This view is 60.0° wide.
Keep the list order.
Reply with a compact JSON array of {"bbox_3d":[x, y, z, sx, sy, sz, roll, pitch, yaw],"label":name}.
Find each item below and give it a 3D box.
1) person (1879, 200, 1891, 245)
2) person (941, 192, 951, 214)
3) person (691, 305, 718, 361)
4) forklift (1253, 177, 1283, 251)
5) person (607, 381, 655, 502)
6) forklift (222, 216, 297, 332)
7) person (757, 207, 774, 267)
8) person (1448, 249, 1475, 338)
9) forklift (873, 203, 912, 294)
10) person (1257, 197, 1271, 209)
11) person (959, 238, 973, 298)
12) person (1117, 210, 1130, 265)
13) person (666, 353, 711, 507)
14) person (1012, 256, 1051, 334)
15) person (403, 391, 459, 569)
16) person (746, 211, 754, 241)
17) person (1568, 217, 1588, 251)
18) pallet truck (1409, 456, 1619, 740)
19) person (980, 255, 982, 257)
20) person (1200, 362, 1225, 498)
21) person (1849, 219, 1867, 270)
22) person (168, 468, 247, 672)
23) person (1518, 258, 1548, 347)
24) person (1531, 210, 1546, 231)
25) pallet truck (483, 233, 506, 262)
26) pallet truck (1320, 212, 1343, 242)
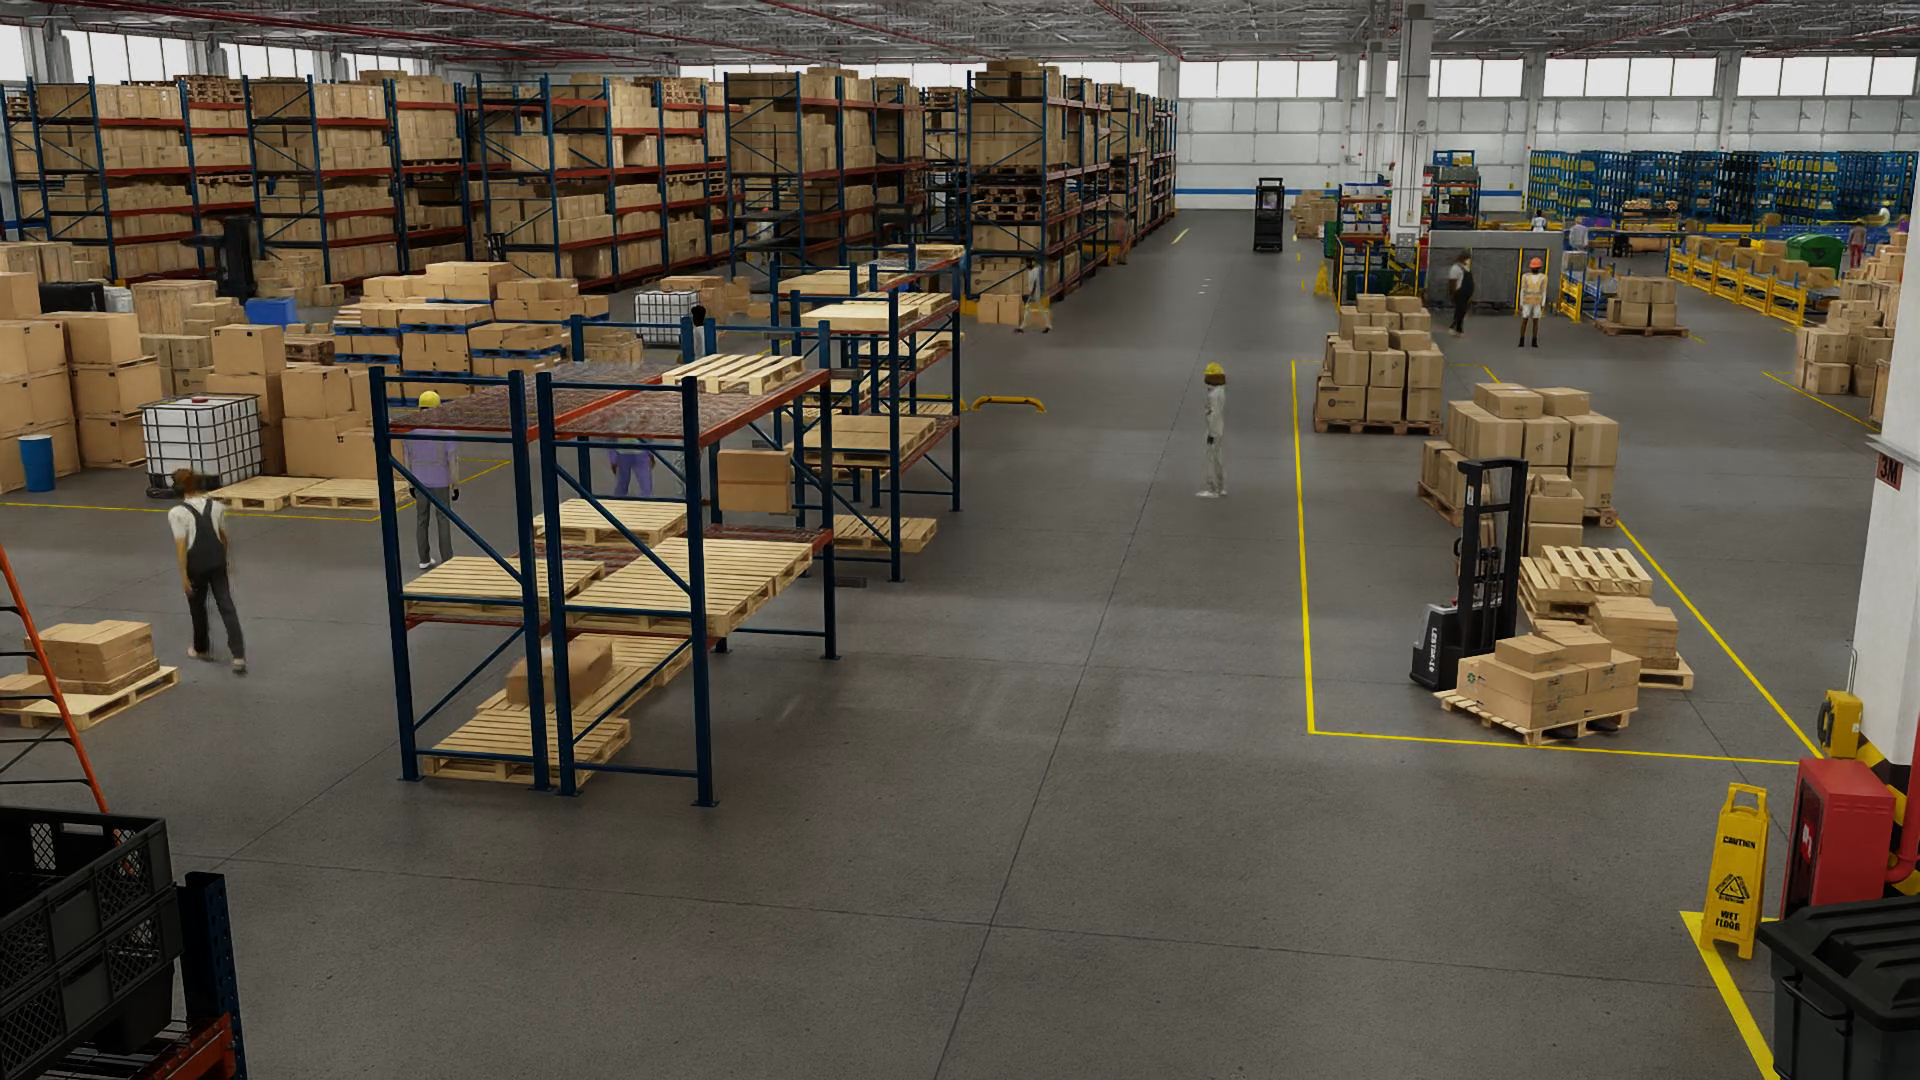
[{"bbox_3d":[37.891,-13.026,68.275,0.720,1.811,0.601,3,14,12],"label":"person"},{"bbox_3d":[-0.641,-19.123,93.272,0.892,1.701,0.497,9,17,33],"label":"person"},{"bbox_3d":[-4.037,-2.693,26.057,0.402,1.956,0.601,10,17,36],"label":"person"},{"bbox_3d":[12.083,-12.747,64.956,1.129,2.768,1.873,3,14,10],"label":"forklift"},{"bbox_3d":[-3.784,-0.979,19.270,0.620,1.861,1.019,-8,16,-30],"label":"person"},{"bbox_3d":[-15.231,-5.446,35.313,1.873,2.768,1.129,-2,14,-8],"label":"forklift"},{"bbox_3d":[-6.667,-10.428,57.298,0.648,2.022,0.501,0,14,2],"label":"person"},{"bbox_3d":[11.339,-5.567,37.535,0.535,2.000,0.708,11,18,37],"label":"person"},{"bbox_3d":[-1.699,-7.151,42.235,1.129,2.768,1.873,3,14,10],"label":"forklift"},{"bbox_3d":[12.746,-13.483,69.926,0.635,1.921,0.473,5,15,20],"label":"person"},{"bbox_3d":[0.084,-7.558,46.367,0.532,1.677,0.709,3,14,10],"label":"person"},{"bbox_3d":[5.784,-10.545,58.065,0.634,1.889,0.657,4,14,16],"label":"person"},{"bbox_3d":[-3.381,-1.364,20.679,0.629,1.940,0.372,8,16,31],"label":"person"},{"bbox_3d":[1.713,-5.644,38.342,1.017,1.812,0.535,-7,16,-27],"label":"person"},{"bbox_3d":[-5.625,-0.632,17.762,0.581,1.919,0.400,1,14,3],"label":"person"},{"bbox_3d":[-8.889,-13.390,70.135,0.544,1.623,0.375,2,14,10],"label":"person"},{"bbox_3d":[20.750,-9.956,55.897,0.577,1.777,0.914,0,14,1],"label":"person"},{"bbox_3d":[4.504,0.400,13.395,0.823,1.965,1.885,-6,15,-23],"label":"pallet truck"},{"bbox_3d":[0.842,-9.280,53.316,0.532,1.698,0.318,-8,16,-28],"label":"person"},{"bbox_3d":[3.225,-1.405,21.250,0.315,1.742,0.492,4,14,16],"label":"person"},{"bbox_3d":[30.088,-9.896,55.750,0.538,1.720,0.891,10,17,36],"label":"person"},{"bbox_3d":[-6.513,0.267,14.397,0.974,1.787,0.529,11,18,38],"label":"person"},{"bbox_3d":[12.405,-5.136,36.008,0.544,1.933,0.376,4,14,16],"label":"person"},{"bbox_3d":[21.809,-11.603,62.759,0.533,1.692,0.319,2,14,8],"label":"person"},{"bbox_3d":[-11.832,-7.026,43.548,1.885,1.965,0.823,8,16,28],"label":"pallet truck"},{"bbox_3d":[15.874,-13.227,70.310,0.680,1.201,1.601,10,17,35],"label":"pallet truck"}]
